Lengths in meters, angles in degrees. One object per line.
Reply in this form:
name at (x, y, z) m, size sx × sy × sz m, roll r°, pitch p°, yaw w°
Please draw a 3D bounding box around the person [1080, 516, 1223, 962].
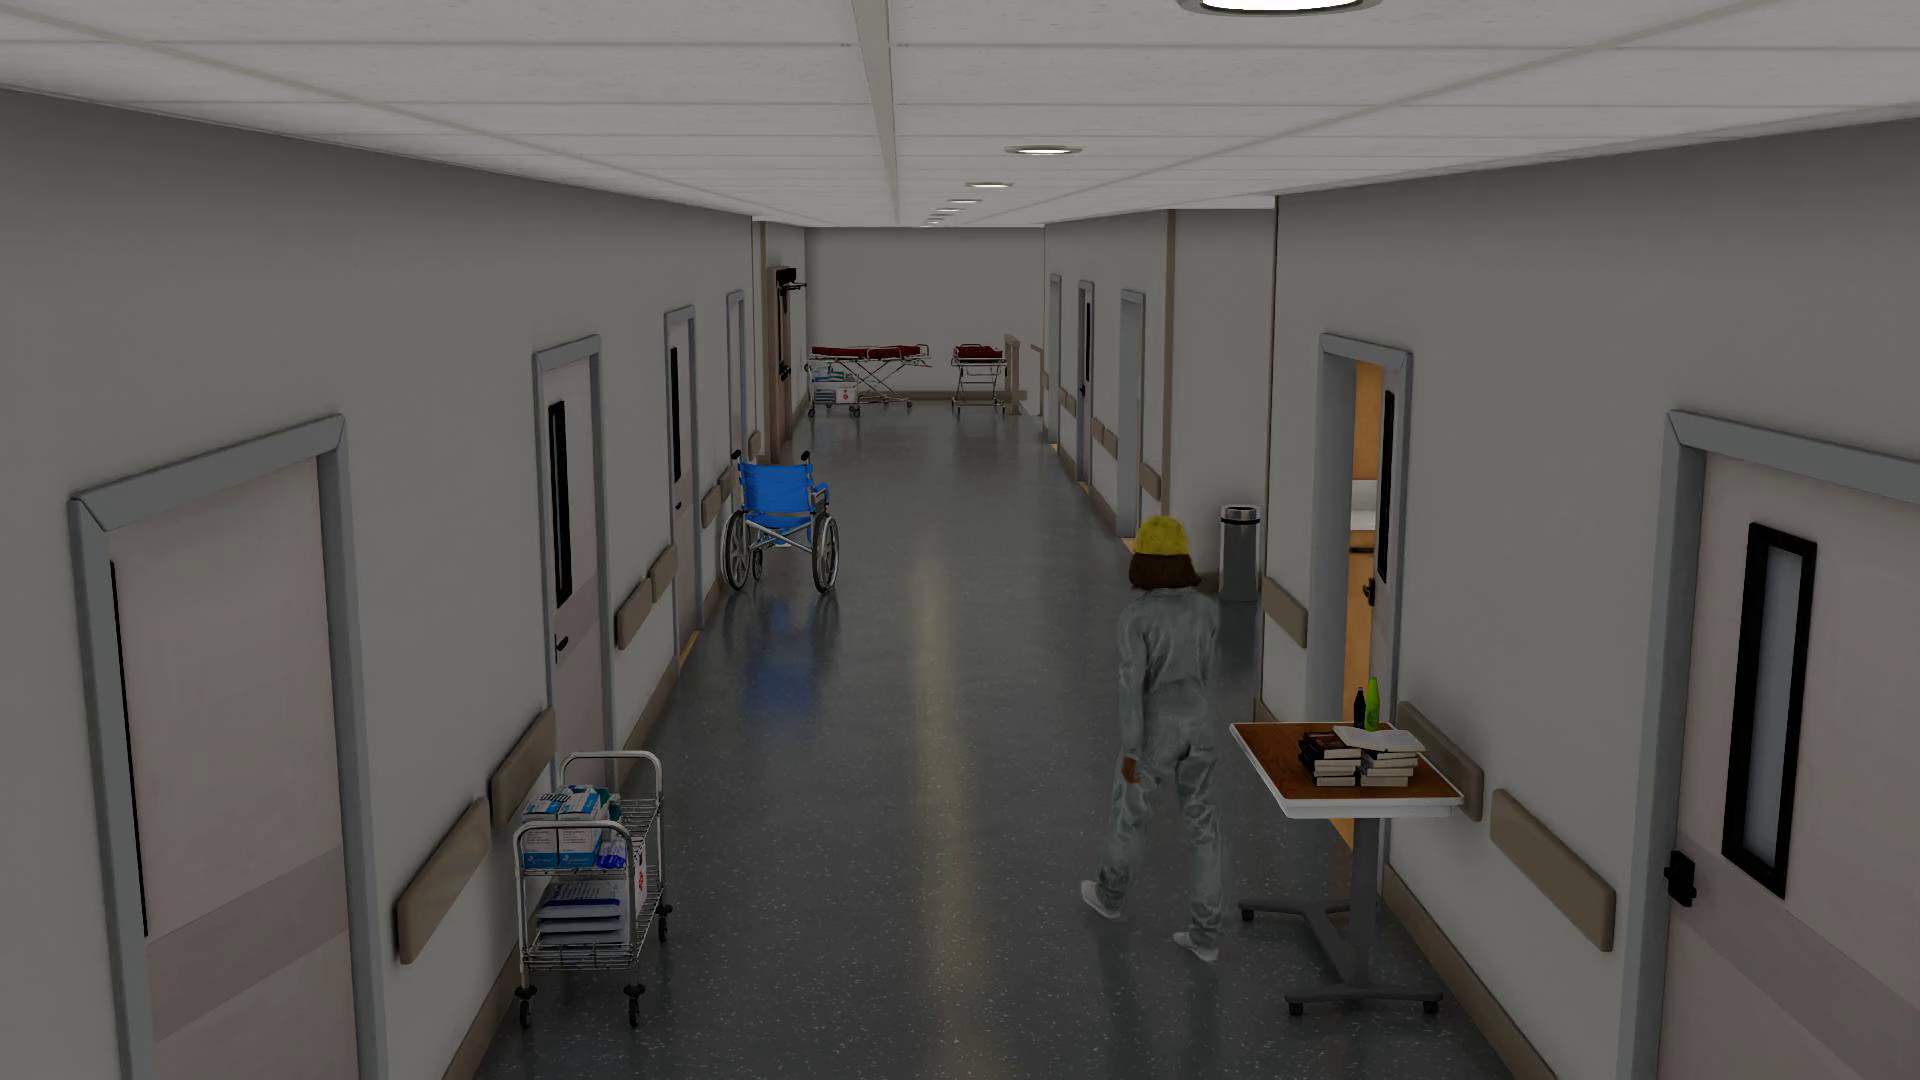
person at (0.773, 0.754, 6.595) m, size 0.497 × 1.700 × 0.832 m, roll -5°, pitch 11°, yaw -26°
